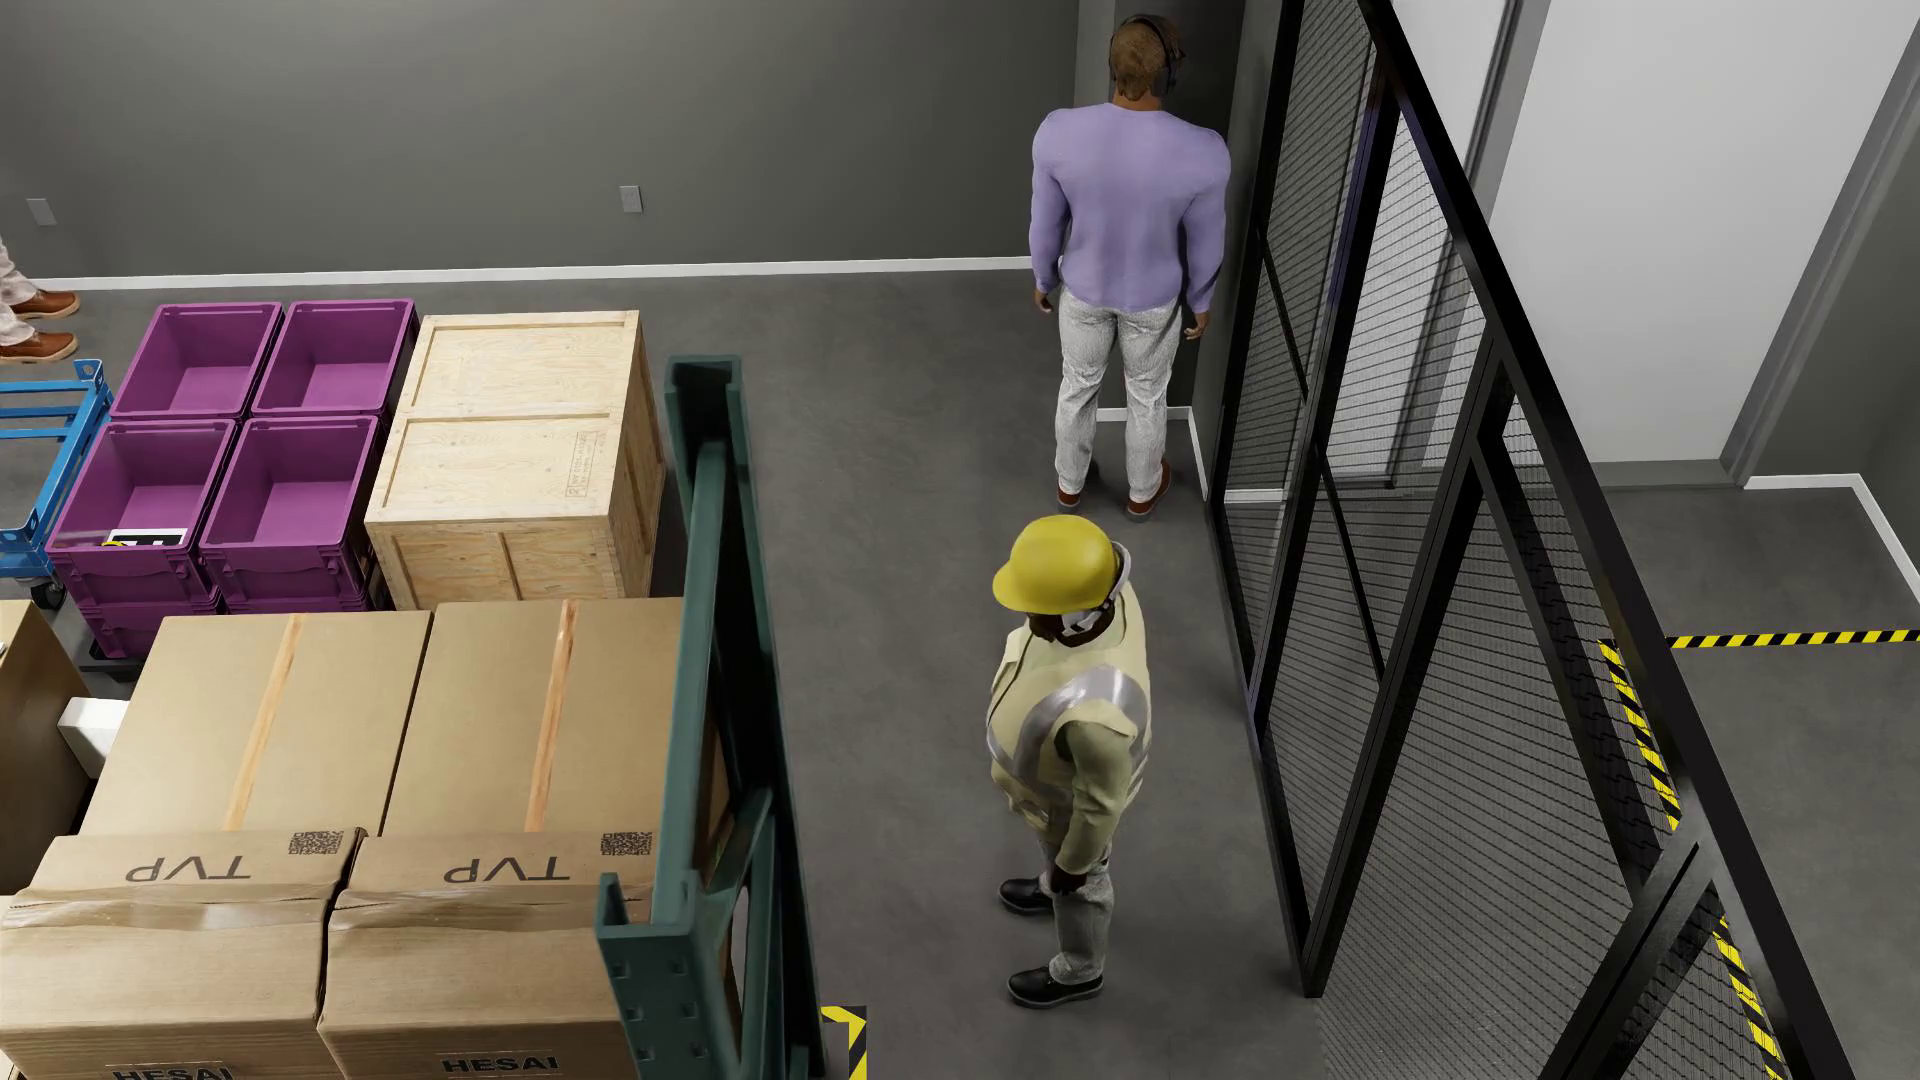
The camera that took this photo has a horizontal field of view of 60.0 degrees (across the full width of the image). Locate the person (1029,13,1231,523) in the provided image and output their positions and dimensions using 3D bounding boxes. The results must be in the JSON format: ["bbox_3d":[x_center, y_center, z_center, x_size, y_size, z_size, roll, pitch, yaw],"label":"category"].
[{"bbox_3d":[0.543,-0.842,5.561,0.635,1.935,0.351,10,47,9],"label":"person"}]

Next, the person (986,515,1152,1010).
[{"bbox_3d":[0.267,0.595,4.267,0.403,1.822,0.594,0,46,0],"label":"person"}]

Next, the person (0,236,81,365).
[{"bbox_3d":[-3.843,-1.538,6.190,0.401,1.989,0.635,-11,47,-10],"label":"person"}]
